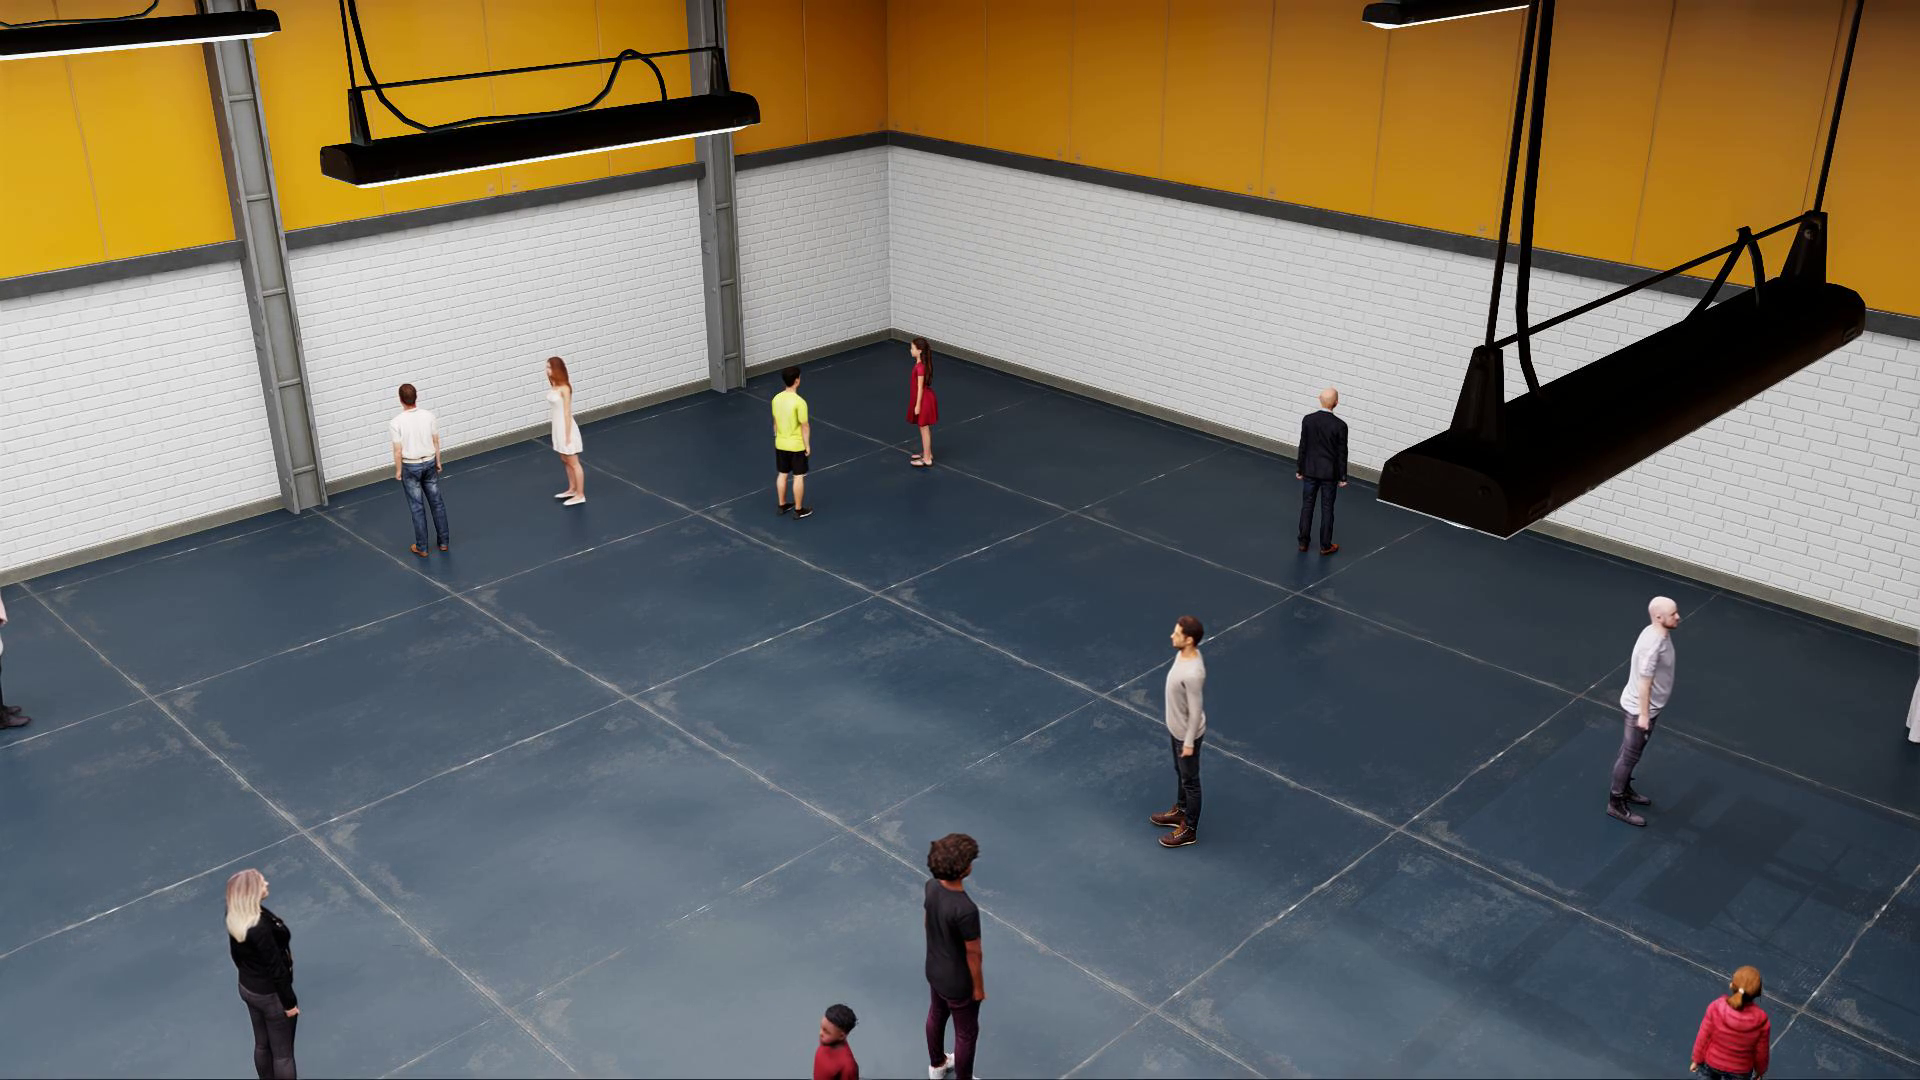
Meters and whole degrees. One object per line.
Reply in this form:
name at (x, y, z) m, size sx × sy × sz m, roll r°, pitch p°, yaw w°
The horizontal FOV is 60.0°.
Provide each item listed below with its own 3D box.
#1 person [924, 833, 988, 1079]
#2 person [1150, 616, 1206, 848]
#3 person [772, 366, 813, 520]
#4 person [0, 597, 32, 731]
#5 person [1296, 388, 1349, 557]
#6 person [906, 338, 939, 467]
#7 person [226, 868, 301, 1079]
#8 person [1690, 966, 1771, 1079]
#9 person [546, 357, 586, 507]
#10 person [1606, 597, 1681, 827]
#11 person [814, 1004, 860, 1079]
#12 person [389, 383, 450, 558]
person at (-0.040, 2.534, 9.922) m, size 0.609 × 1.784 × 0.660 m, roll -17°, pitch 29°, yaw -33°
person at (1.684, 1.411, 12.390) m, size 0.777 × 1.865 × 0.740 m, roll -2°, pitch 24°, yaw -5°
person at (-1.862, -1.075, 18.278) m, size 0.663 × 1.704 × 0.608 m, roll 14°, pitch 27°, yaw 29°
person at (-8.246, 0.742, 13.997) m, size 0.602 × 1.803 × 0.637 m, roll -19°, pitch 30°, yaw -37°
person at (3.769, -0.722, 17.354) m, size 0.747 × 1.798 × 0.665 m, roll 13°, pitch 27°, yaw 27°
person at (-0.434, -1.659, 19.805) m, size 0.744 × 1.551 × 0.684 m, roll 1°, pitch 24°, yaw 2°
person at (-4.073, 2.661, 9.754) m, size 0.635 × 1.685 × 0.561 m, roll 18°, pitch 29°, yaw 35°
person at (4.332, 3.026, 9.416) m, size 0.655 × 1.287 × 0.927 m, roll 14°, pitch 27°, yaw 30°
person at (-4.418, -1.239, 18.645) m, size 0.574 × 1.711 × 0.602 m, roll -15°, pitch 28°, yaw -31°
person at (5.239, 1.265, 12.767) m, size 0.773 × 1.831 × 0.614 m, roll 14°, pitch 27°, yaw 28°
person at (-0.596, 3.112, 9.302) m, size 0.935 × 1.222 × 0.664 m, roll -13°, pitch 27°, yaw -27°
person at (-5.630, -0.744, 17.331) m, size 0.529 × 1.856 × 0.733 m, roll -19°, pitch 30°, yaw -36°
